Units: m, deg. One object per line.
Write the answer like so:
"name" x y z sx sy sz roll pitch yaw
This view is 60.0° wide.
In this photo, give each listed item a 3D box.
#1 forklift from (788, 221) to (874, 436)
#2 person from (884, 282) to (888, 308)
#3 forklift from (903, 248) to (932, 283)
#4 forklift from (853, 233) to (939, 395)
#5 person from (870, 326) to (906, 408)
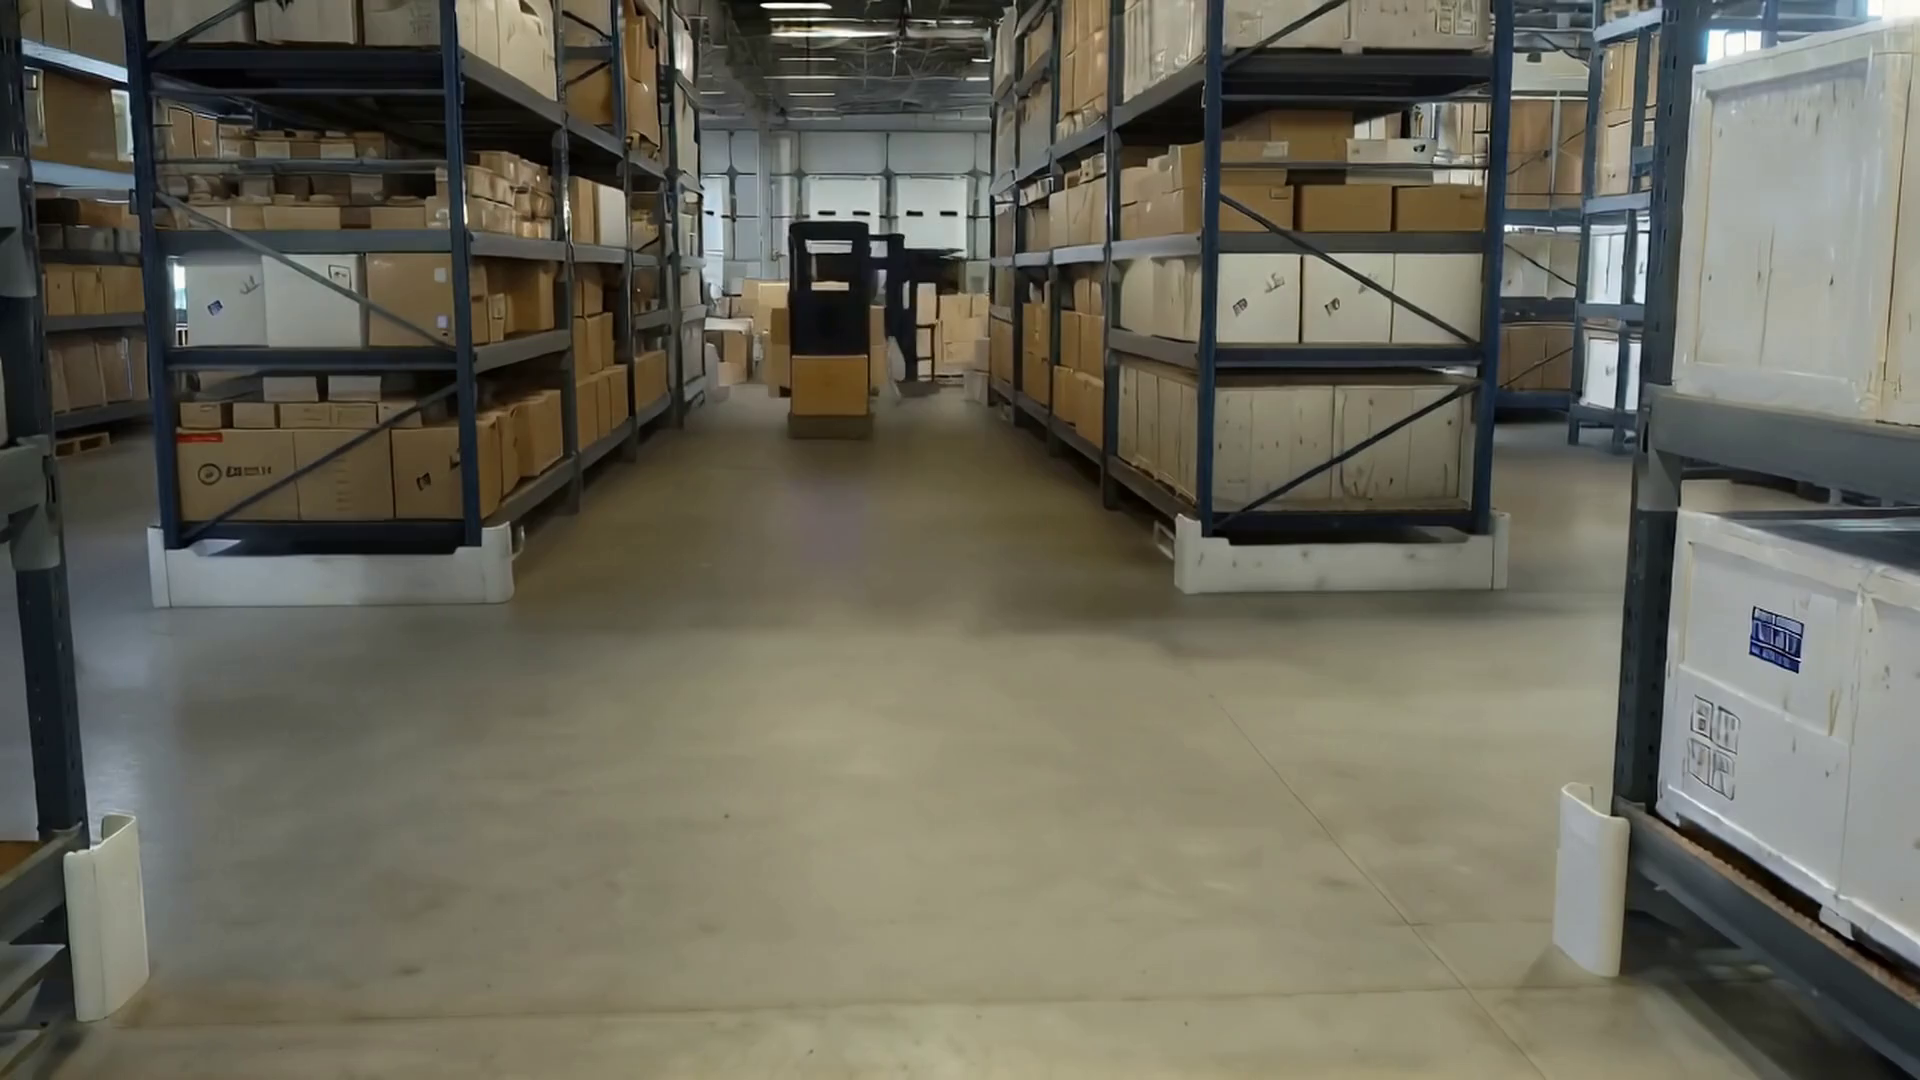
"forklift" -1.736 -2.843 22.183 1.129 2.768 1.873 -1 9 -4
"person" -2.182 -7.019 51.370 0.372 1.934 0.627 -6 11 -32
"forklift" -1.126 -6.429 44.700 1.873 2.768 1.129 6 11 33
"forklift" -1.403 -3.890 28.755 1.129 2.768 1.873 8 12 40
"person" -1.204 -2.869 26.383 0.739 1.600 0.521 8 12 40
